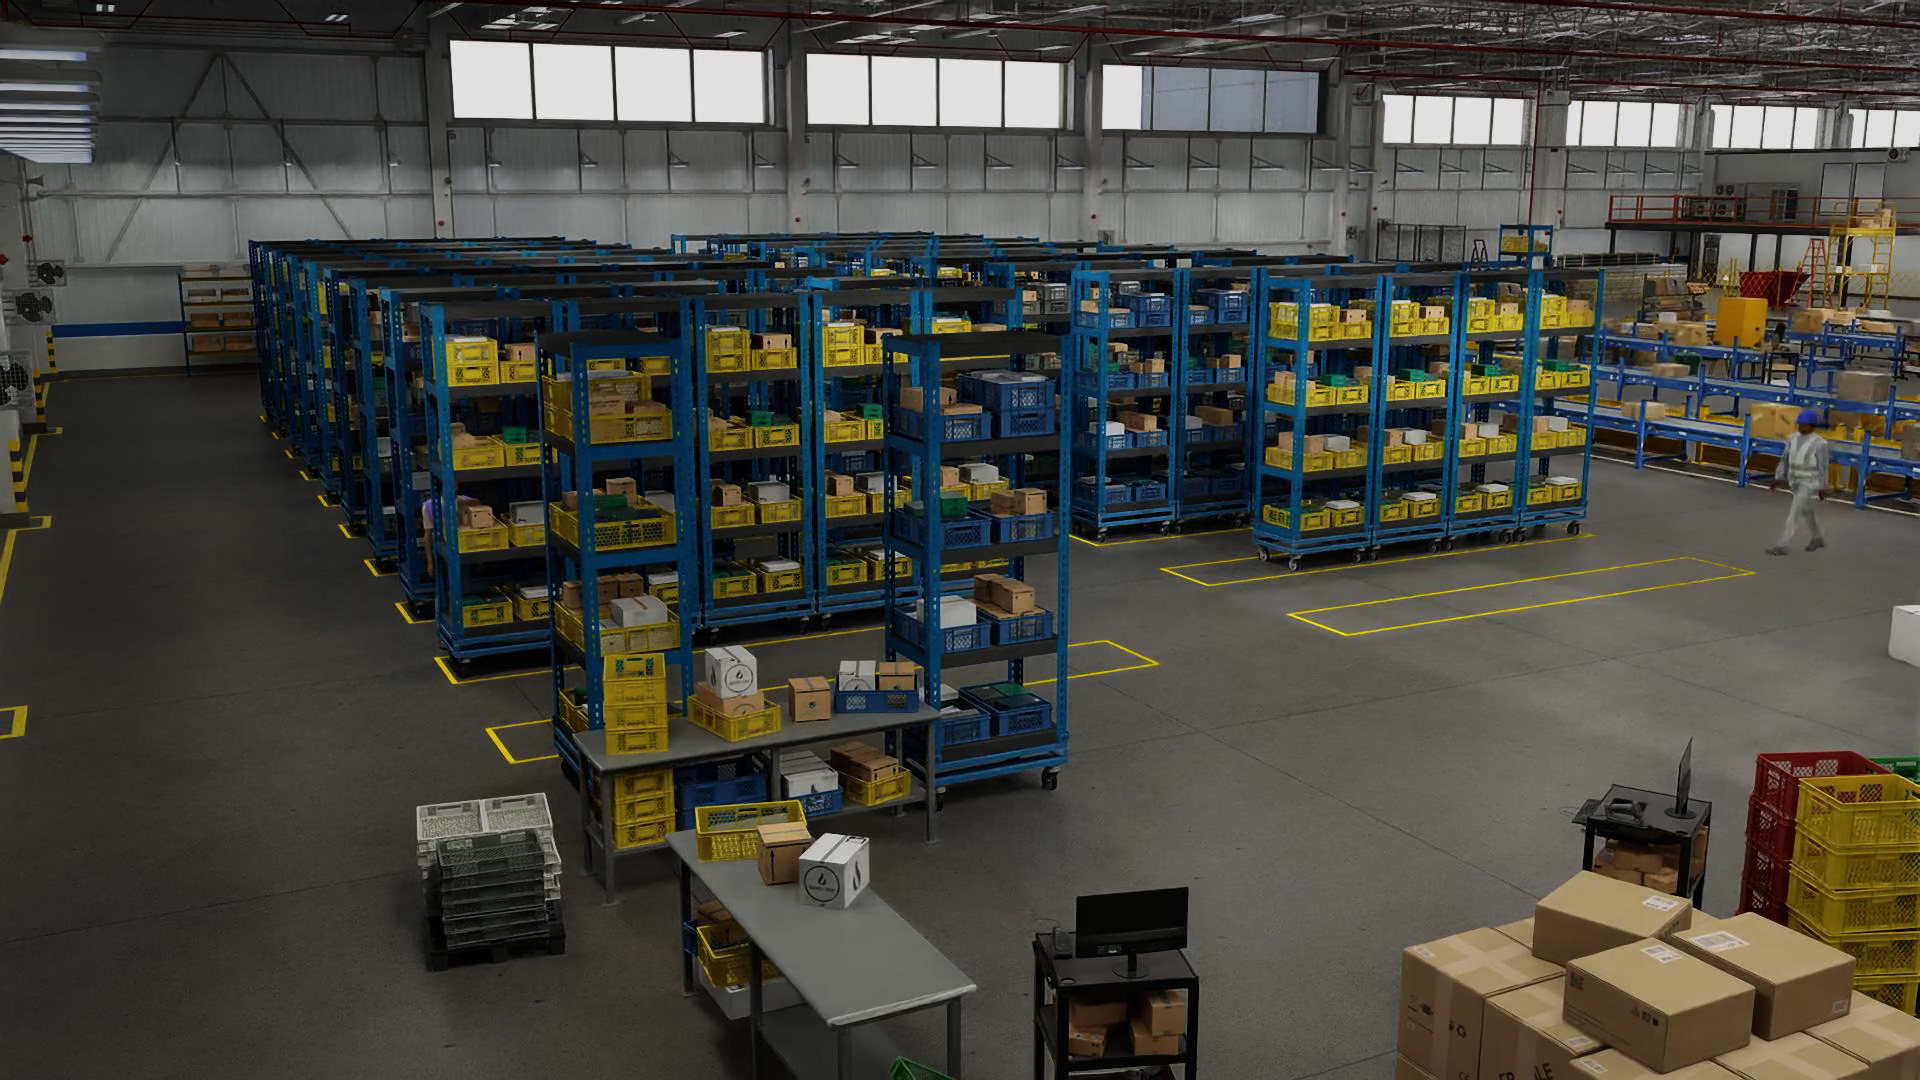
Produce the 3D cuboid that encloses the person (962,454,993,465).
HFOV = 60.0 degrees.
[{"bbox_3d":[0.228,-0.932,22.337,0.404,1.832,0.600,-2,12,-8],"label":"person"}]

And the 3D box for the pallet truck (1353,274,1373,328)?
[{"bbox_3d":[13.011,-8.050,55.243,0.823,1.965,1.885,-7,14,-28],"label":"pallet truck"}]

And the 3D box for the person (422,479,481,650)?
[{"bbox_3d":[-5.212,0.183,17.080,0.566,1.849,0.390,-9,15,-36],"label":"person"}]

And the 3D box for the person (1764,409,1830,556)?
[{"bbox_3d":[10.852,-0.752,21.363,1.012,1.899,0.609,-3,12,-14],"label":"person"}]
